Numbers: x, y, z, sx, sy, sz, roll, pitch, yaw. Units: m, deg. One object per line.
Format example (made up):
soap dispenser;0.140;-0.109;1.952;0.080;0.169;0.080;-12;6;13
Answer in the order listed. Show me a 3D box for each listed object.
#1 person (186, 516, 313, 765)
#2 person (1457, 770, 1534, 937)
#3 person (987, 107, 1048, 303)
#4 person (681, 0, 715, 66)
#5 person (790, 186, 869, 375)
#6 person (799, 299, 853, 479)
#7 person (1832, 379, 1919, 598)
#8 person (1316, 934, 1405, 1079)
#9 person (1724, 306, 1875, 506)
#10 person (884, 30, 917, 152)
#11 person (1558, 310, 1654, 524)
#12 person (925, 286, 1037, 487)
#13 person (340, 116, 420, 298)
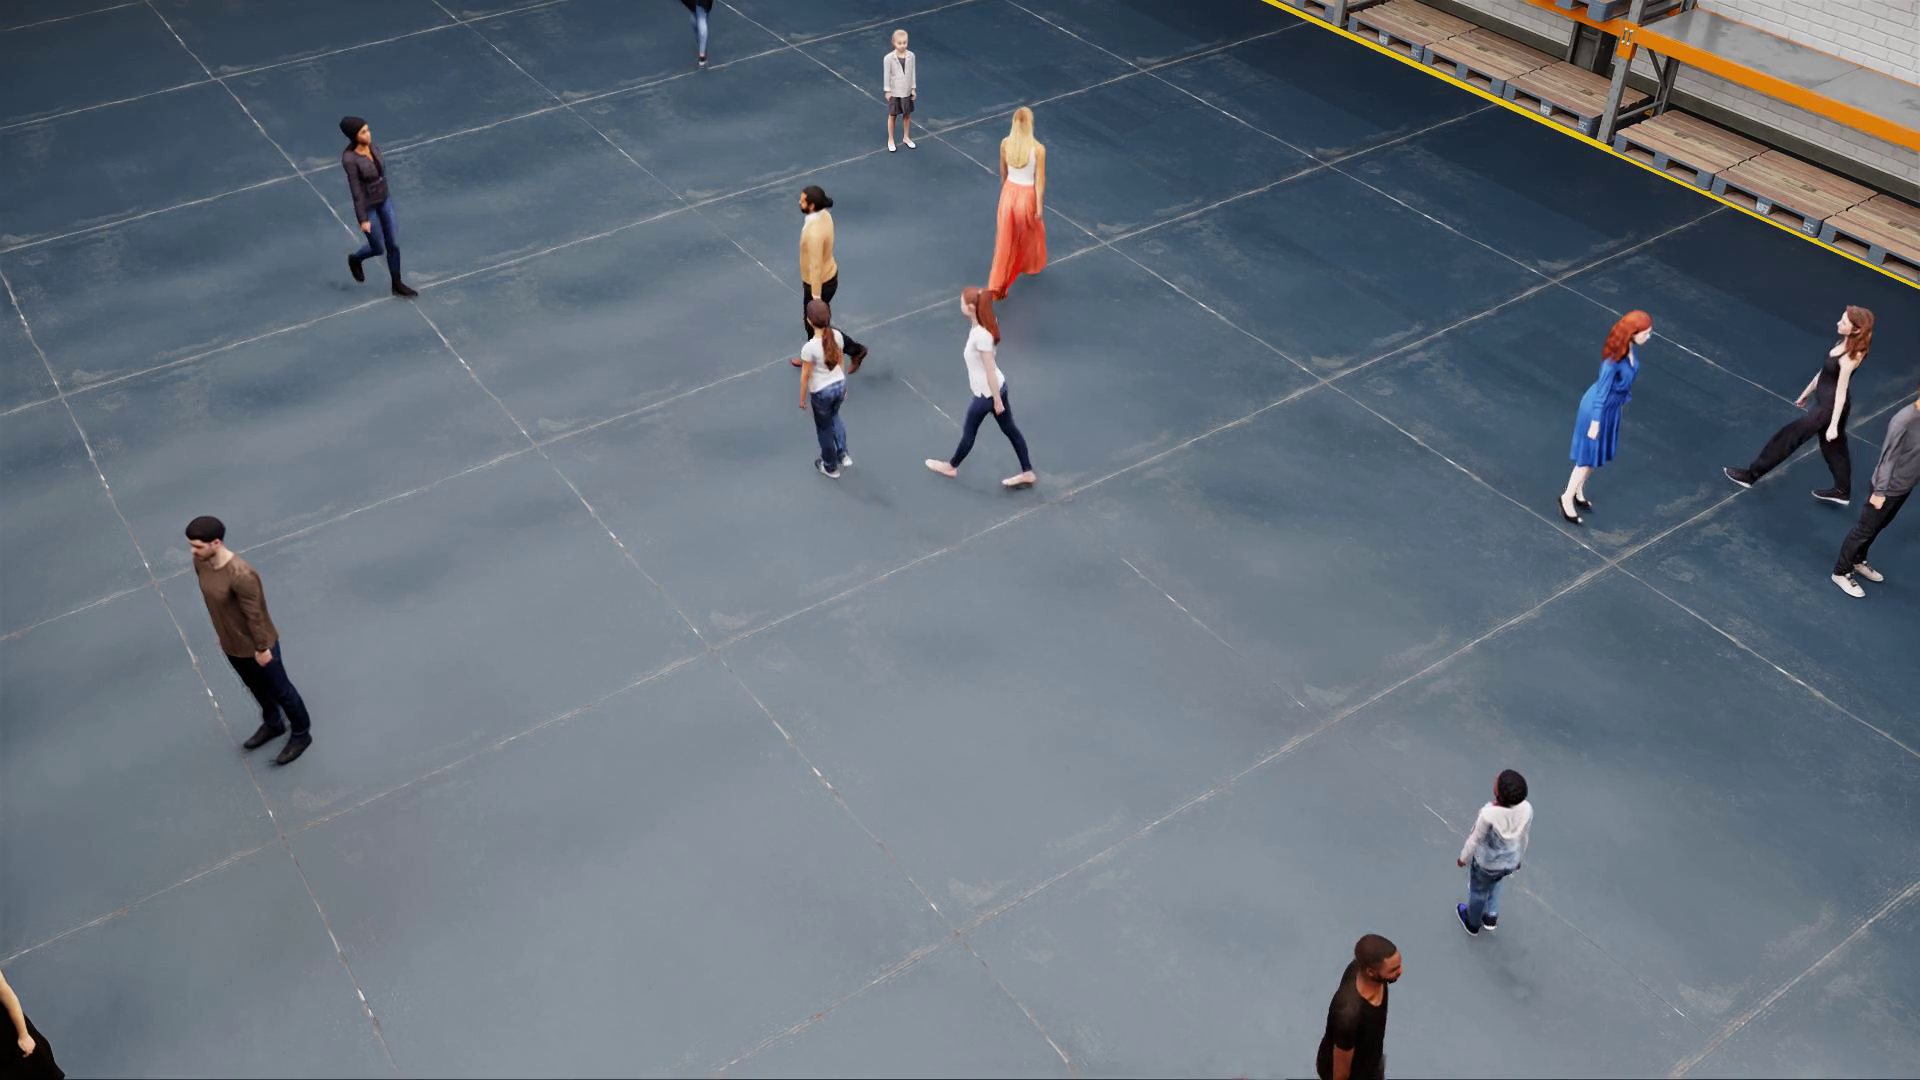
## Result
person;-4.430;0.590;10.345;0.661;1.888;0.793;20;43;24
person;3.022;1.802;9.335;0.567;1.256;0.594;-7;39;-9
person;0.482;-2.962;14.900;1.272;1.754;1.088;19;42;23
person;-3.040;-6.292;19.164;1.003;1.636;1.213;-2;39;-3
person;-1.108;-2.145;13.887;1.041;1.741;1.002;4;39;5
person;-0.974;-1.121;12.757;0.557;1.553;0.614;-27;46;-30
person;6.566;-0.417;11.708;0.616;1.761;0.539;-26;45;-28
person;1.794;2.481;8.051;0.849;1.796;0.781;21;43;24
person;6.591;-0.946;12.438;1.244;1.676;1.062;14;41;17
person;-0.634;-4.753;17.526;0.559;1.276;0.582;-13;40;-15
person;4.740;-0.938;12.313;0.643;1.819;0.677;27;46;30
person;0.316;-1.093;12.617;1.133;1.682;1.052;5;39;7
person;-5.336;-2.971;14.931;1.014;1.730;0.880;16;41;19
